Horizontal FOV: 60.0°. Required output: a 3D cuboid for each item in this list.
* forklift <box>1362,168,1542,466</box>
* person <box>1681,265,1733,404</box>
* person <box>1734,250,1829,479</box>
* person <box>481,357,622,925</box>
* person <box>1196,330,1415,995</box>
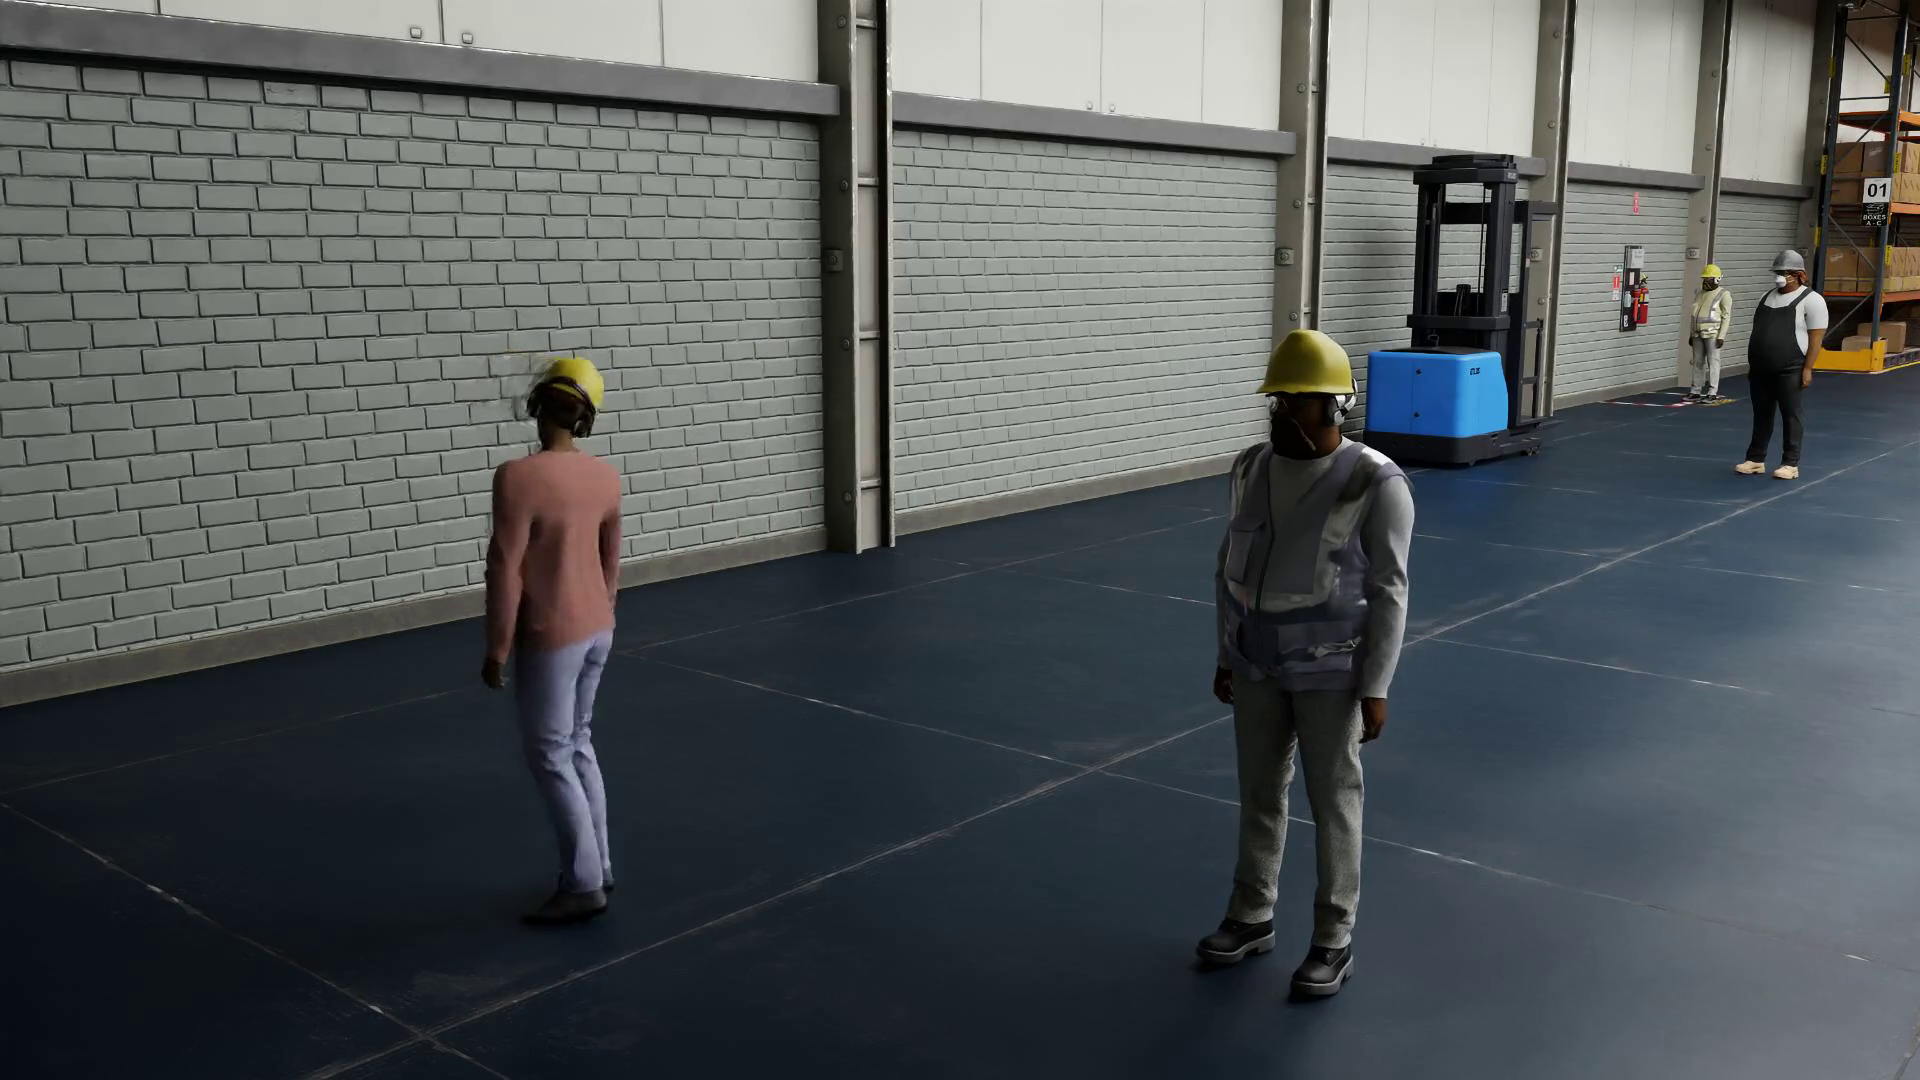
[{"bbox_3d":[4.875,-2.212,16.287,1.129,2.768,1.873,8,13,40],"label":"forklift"},{"bbox_3d":[9.978,-2.753,22.225,0.404,1.833,0.587,-4,11,-24],"label":"person"},{"bbox_3d":[7.371,-1.565,14.992,0.537,2.000,0.678,-5,11,-27],"label":"person"},{"bbox_3d":[-1.211,0.322,5.094,0.283,1.735,0.555,4,11,21],"label":"person"},{"bbox_3d":[0.940,0.336,4.636,0.588,1.834,0.403,10,14,44],"label":"person"}]
